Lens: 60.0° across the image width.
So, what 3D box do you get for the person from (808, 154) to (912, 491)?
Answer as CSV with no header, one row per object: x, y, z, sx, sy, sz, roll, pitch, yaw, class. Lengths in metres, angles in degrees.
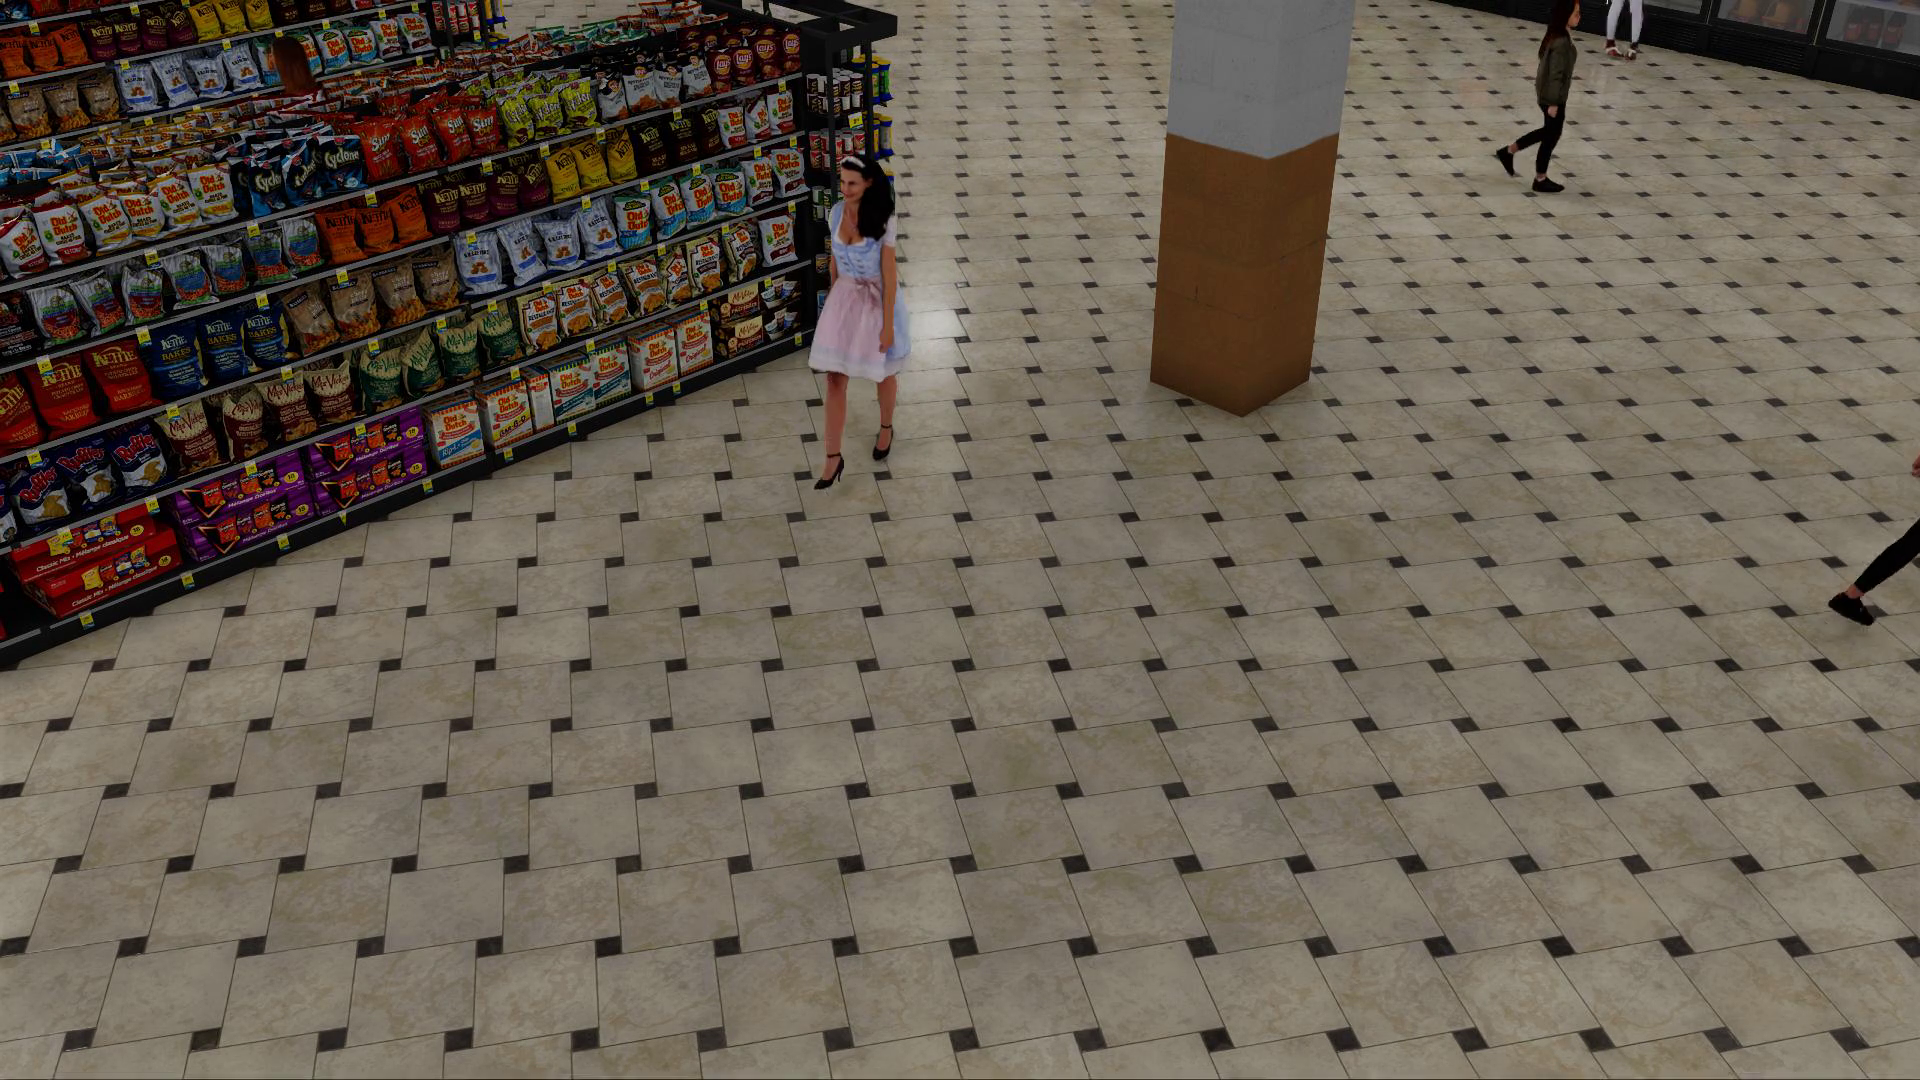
-0.457,-1.199,8.857,0.888,1.785,1.108,12,34,19,person

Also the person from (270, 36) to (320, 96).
-4.219,-2.456,10.937,0.725,1.723,0.710,-8,33,-13,person

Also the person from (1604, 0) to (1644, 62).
6.296,-5.378,15.666,0.867,1.688,0.925,-4,32,-7,person

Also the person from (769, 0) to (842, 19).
-1.414,-5.951,16.683,1.070,1.586,1.127,6,32,9,person

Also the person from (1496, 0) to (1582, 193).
4.444,-3.376,12.661,0.827,1.463,0.823,11,33,17,person
